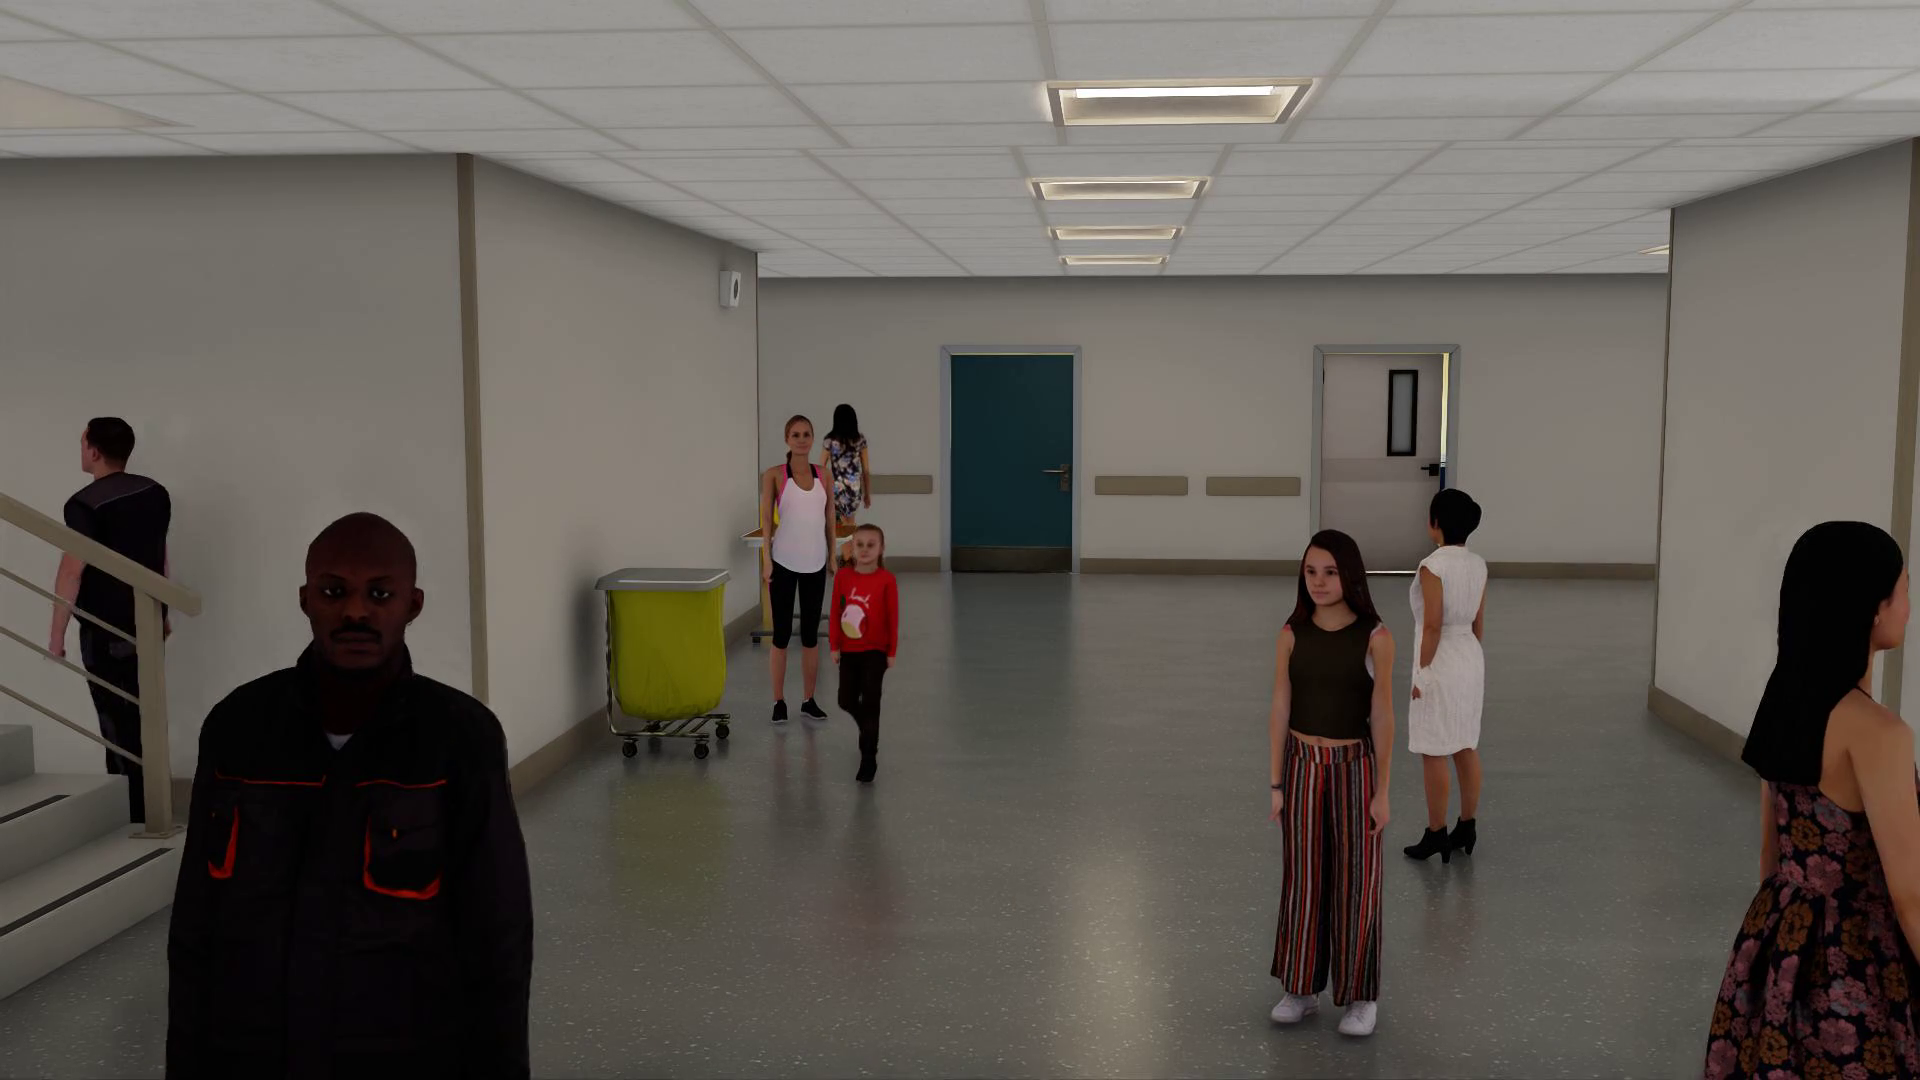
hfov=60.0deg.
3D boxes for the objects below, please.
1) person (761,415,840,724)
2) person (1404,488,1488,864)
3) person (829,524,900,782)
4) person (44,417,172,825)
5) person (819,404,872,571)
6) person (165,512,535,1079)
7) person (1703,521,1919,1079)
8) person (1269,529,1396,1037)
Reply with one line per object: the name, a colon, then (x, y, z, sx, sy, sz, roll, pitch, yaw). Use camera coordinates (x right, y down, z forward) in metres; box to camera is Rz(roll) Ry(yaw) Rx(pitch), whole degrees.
person: (-0.949, 0.163, 9.710, 0.602, 1.787, 0.738, -2, 6, -20)
person: (2.040, 0.557, 6.954, 0.635, 1.555, 0.704, -4, 7, -37)
person: (-0.481, 0.556, 8.415, 0.786, 1.265, 0.617, 1, 6, 11)
person: (-3.559, 0.389, 7.204, 0.724, 1.838, 0.754, 1, 6, 9)
person: (-1.090, -0.404, 15.826, 1.122, 1.692, 1.002, -2, 6, -22)
person: (-0.997, 0.849, 2.735, 0.791, 1.818, 0.880, -1, 6, -8)
person: (1.517, 0.850, 2.960, 0.660, 1.770, 0.678, 0, 6, 1)
person: (1.155, 0.734, 5.157, 0.574, 1.562, 0.677, 3, 7, 29)
